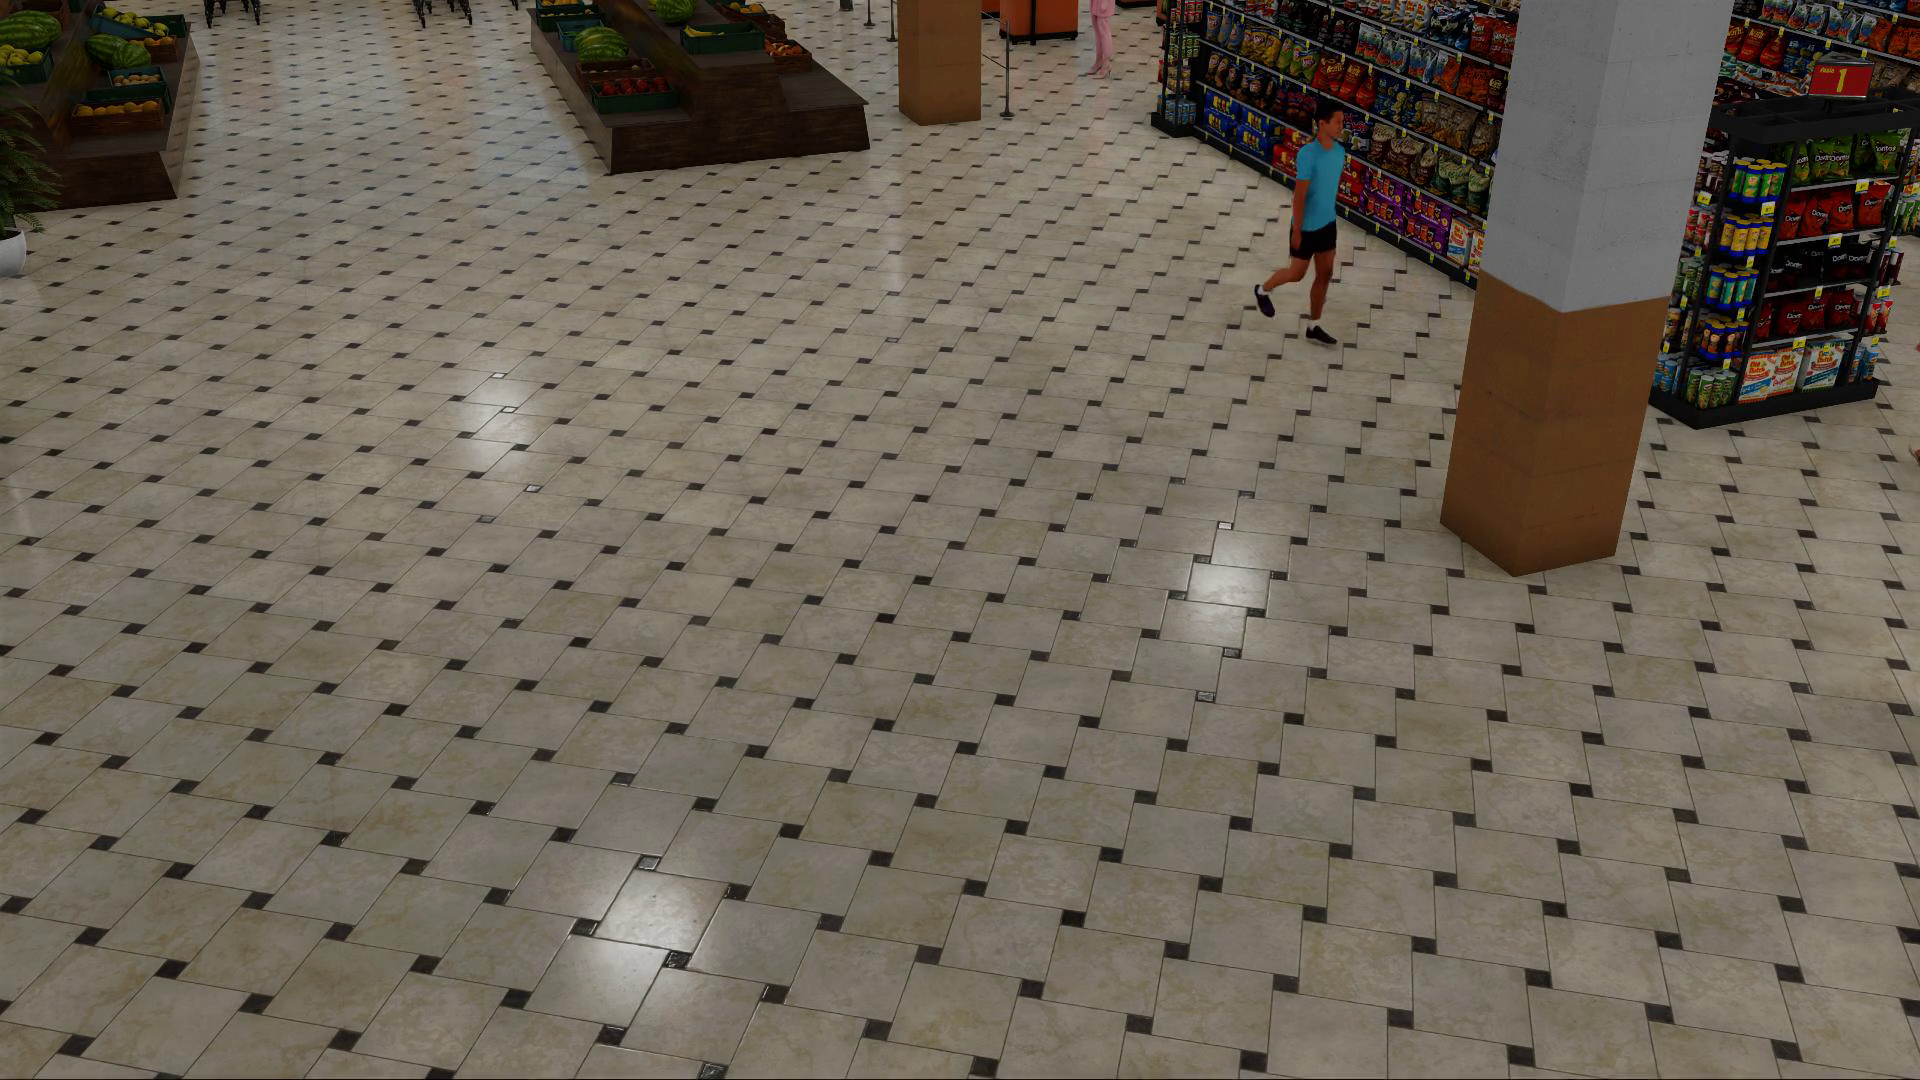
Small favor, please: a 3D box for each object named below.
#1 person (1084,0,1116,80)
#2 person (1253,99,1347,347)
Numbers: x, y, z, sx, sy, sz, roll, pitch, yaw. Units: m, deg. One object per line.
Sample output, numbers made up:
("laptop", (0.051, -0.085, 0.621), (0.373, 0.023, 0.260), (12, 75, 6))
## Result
("person", (1.650, -6.259, 19.176), (0.678, 1.803, 0.468), (-8, 30, -14))
("person", (2.459, -2.279, 11.935), (0.866, 1.755, 1.101), (-24, 36, -36))
